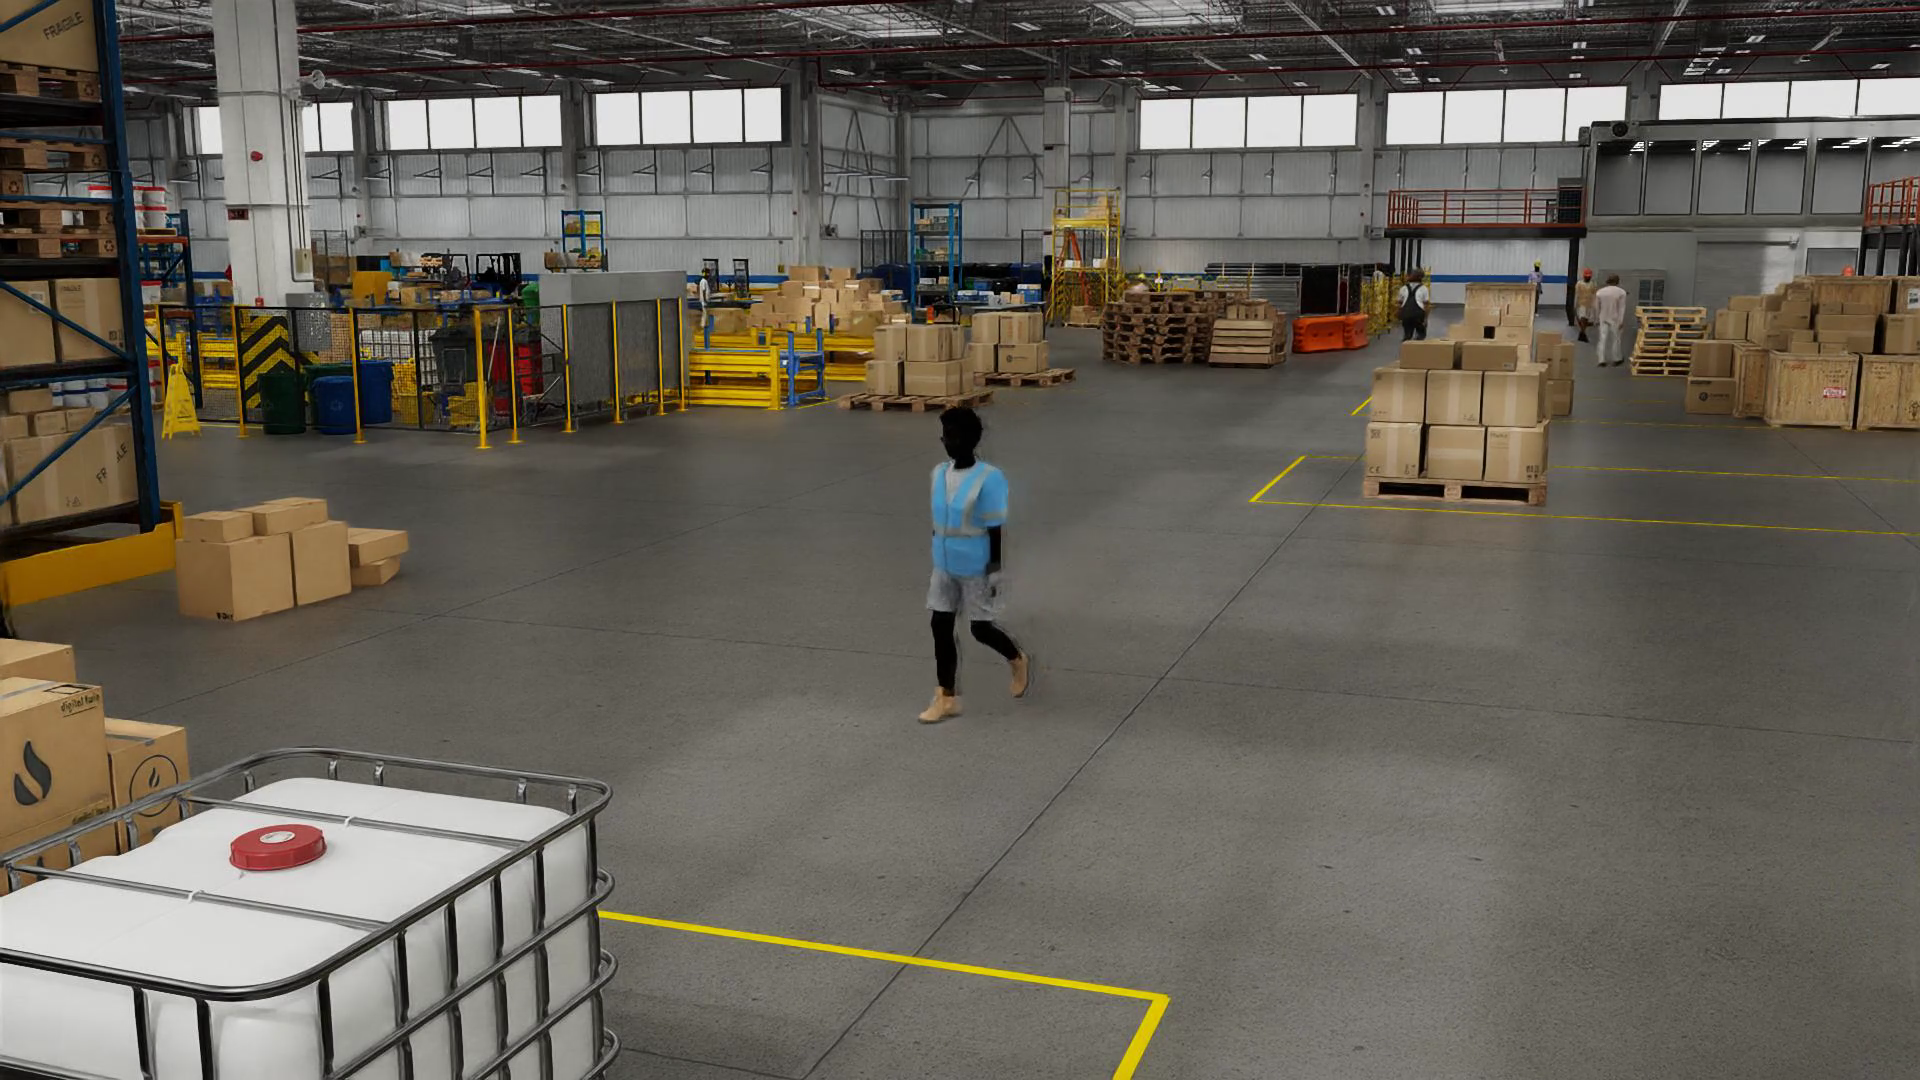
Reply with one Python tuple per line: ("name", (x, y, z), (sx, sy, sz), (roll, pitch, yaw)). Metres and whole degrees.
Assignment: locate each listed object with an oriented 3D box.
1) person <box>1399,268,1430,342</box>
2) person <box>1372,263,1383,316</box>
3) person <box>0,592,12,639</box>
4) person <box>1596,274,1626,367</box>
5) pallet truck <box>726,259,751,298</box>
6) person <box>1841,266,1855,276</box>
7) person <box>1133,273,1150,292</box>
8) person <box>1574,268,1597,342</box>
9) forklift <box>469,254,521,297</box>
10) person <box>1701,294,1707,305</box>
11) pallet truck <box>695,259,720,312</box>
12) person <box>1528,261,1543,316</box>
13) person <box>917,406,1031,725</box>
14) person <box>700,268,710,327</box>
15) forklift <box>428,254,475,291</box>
("person", (9.701, -4.796, 35.444), (0.701, 2.000, 0.540), (8, 13, 38))
("person", (14.674, -8.788, 58.376), (0.356, 1.881, 0.575), (-3, 10, -15))
("person", (-6.271, -0.254, 10.239), (0.684, 1.914, 0.564), (-1, 10, -5))
("person", (13.420, -4.505, 34.211), (0.641, 1.893, 0.985), (9, 14, 43))
("pallet truck", (-7.986, -9.493, 62.019), (0.823, 1.965, 1.885), (3, 11, 17))
("person", (19.691, -5.074, 37.035), (0.605, 2.034, 0.387), (2, 10, 12))
("person", (4.811, -6.189, 44.103), (0.525, 1.752, 0.455), (6, 12, 32))
("person", (16.175, -6.076, 43.044), (0.553, 1.911, 0.894), (1, 10, 5))
("forklift", (-17.990, -10.121, 64.684), (1.157, 1.987, 2.680), (3, 11, 17))
("person", (25.139, -8.423, 56.389), (0.433, 1.850, 0.518), (1, 10, 3))
("pallet truck", (-9.165, -9.627, 62.776), (0.823, 1.965, 1.885), (4, 11, 23))
("person", (20.211, -8.811, 58.377), (0.594, 1.925, 0.377), (-4, 11, -22))
("person", (0.072, 0.118, 8.791), (0.536, 1.672, 0.677), (9, 14, 42))
("person", (-7.008, -6.543, 45.807), (0.327, 1.857, 0.514), (-1, 10, -7))
("forklift", (-20.133, -10.254, 65.465), (1.157, 1.987, 2.680), (3, 11, 19))
